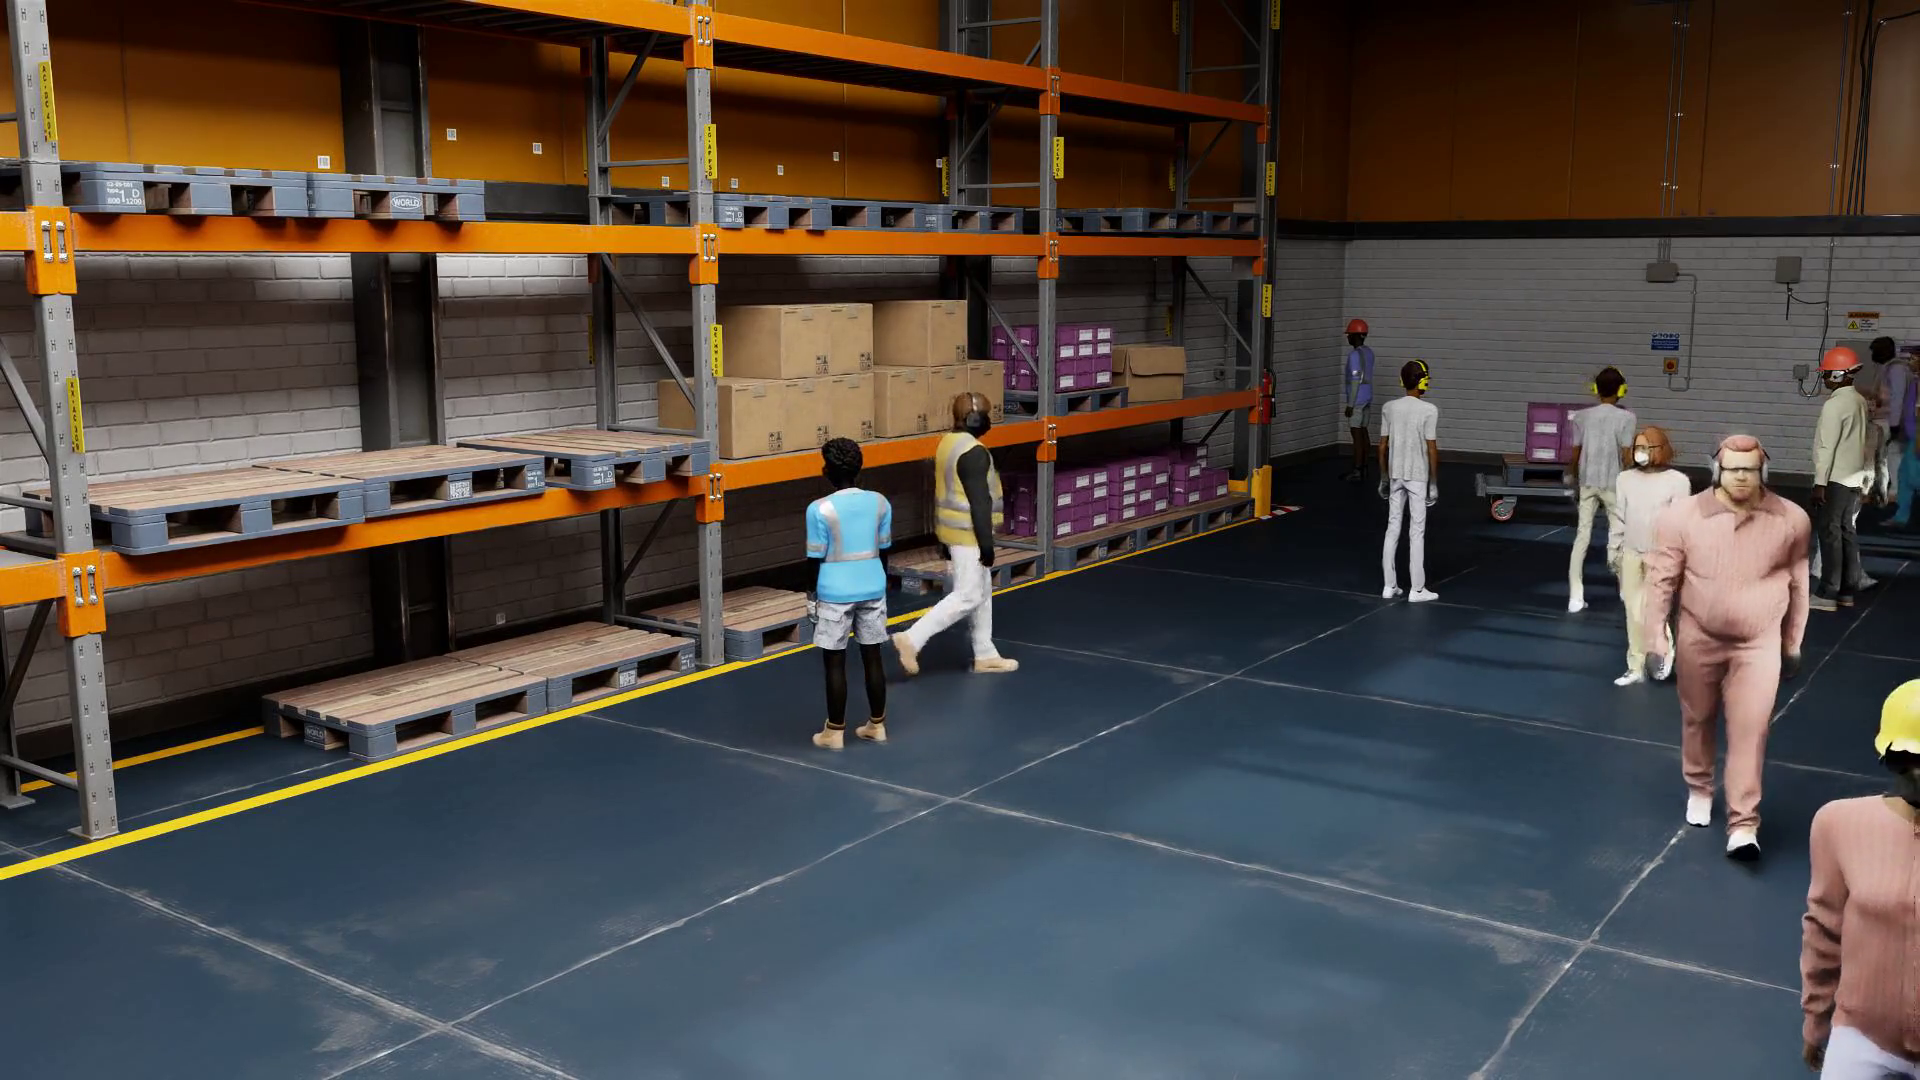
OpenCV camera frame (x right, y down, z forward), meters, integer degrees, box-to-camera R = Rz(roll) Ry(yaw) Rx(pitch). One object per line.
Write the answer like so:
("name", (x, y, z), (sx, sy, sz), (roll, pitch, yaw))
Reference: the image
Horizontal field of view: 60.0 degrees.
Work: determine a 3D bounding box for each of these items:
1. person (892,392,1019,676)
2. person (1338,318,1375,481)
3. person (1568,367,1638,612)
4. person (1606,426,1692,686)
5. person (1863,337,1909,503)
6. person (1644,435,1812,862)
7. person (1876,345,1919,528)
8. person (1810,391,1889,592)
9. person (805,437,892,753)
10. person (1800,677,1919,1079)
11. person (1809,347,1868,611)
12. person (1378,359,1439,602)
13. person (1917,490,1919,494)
("person", (-0.021, -0.022, 10.431), (0.778, 1.821, 0.625), (-2, 10, -12))
("person", (4.753, -1.680, 19.950), (0.375, 1.939, 0.546), (7, 12, 34))
("person", (4.902, -0.386, 12.626), (0.530, 1.816, 0.955), (9, 13, 42))
("person", (4.210, 0.110, 10.215), (0.357, 1.622, 0.524), (-7, 12, -34))
("person", (9.938, -1.293, 18.029), (0.770, 1.802, 0.661), (4, 10, 21))
("person", (3.409, 0.464, 7.416), (0.676, 1.850, 0.994), (4, 10, 21))
("person", (9.403, -0.984, 16.151), (0.703, 1.818, 0.574), (6, 11, 33))
("person", (7.151, -0.392, 13.300), (0.526, 1.582, 0.896), (-2, 10, -12))
("person", (-0.594, 0.294, 8.925), (0.538, 1.692, 0.320), (-7, 12, -35))
("person", (2.111, 1.154, 3.697), (0.540, 1.720, 0.894), (9, 13, 42))
("person", (6.605, -0.461, 12.565), (0.608, 1.987, 0.404), (-9, 13, -43))
("person", (3.476, -0.459, 12.878), (0.335, 1.873, 0.520), (-9, 13, -42))
("person", (10.468, -1.234, 17.531), (0.432, 1.868, 0.680), (3, 10, 18))
